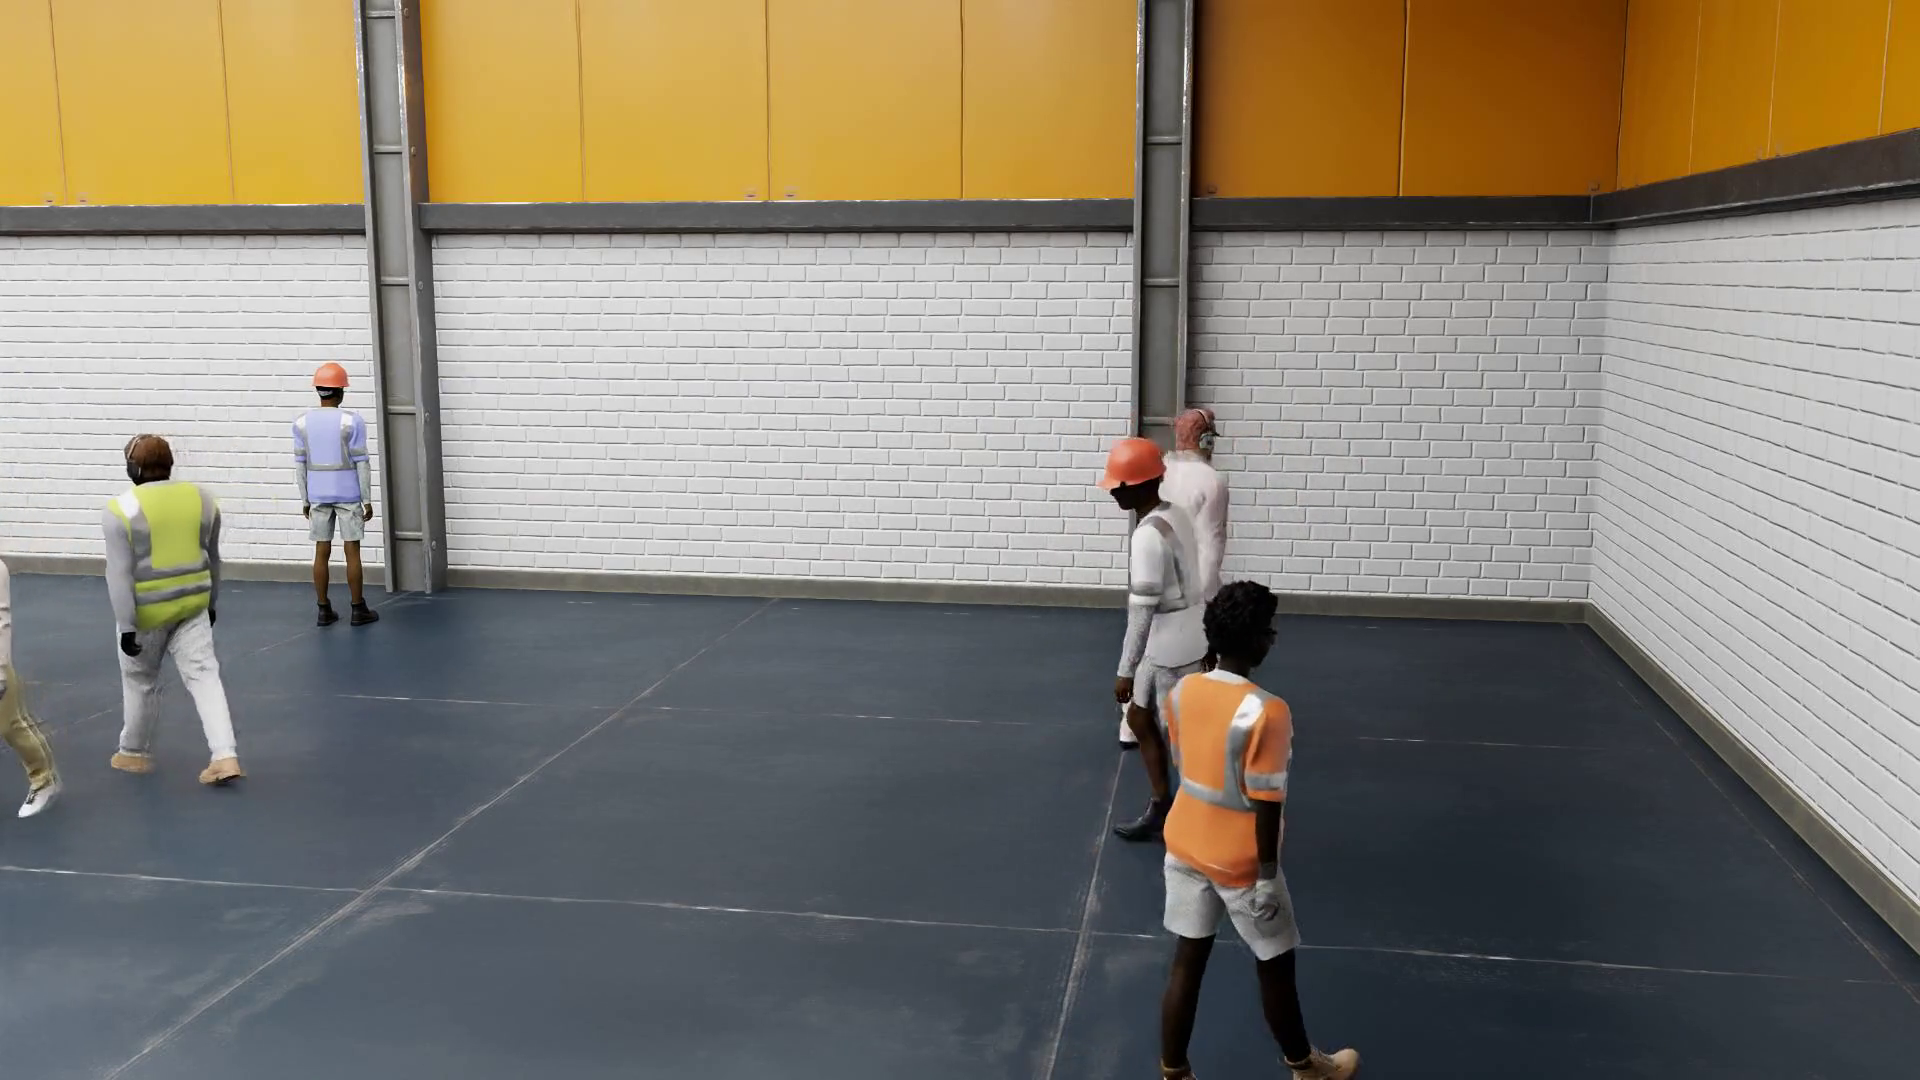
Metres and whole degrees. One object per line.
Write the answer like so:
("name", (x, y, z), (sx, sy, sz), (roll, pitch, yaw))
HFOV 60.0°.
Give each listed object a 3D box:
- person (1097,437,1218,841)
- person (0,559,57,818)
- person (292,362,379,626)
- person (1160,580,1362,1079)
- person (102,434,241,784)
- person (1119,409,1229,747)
("person", (0.922, 0.483, 7.347), (0.653, 1.880, 0.564), (2, 9, 14))
("person", (-4.538, 0.578, 7.664), (0.517, 1.592, 0.847), (2, 9, 10))
("person", (-4.568, -0.327, 12.184), (0.545, 1.938, 0.361), (0, 9, 1))
("person", (0.902, 0.945, 5.116), (0.697, 1.669, 0.552), (-6, 11, -31))
("person", (-4.023, 0.355, 8.460), (0.979, 1.802, 0.631), (7, 11, 36))
("person", (1.280, 0.208, 9.127), (0.999, 1.852, 0.664), (-6, 11, -34))
